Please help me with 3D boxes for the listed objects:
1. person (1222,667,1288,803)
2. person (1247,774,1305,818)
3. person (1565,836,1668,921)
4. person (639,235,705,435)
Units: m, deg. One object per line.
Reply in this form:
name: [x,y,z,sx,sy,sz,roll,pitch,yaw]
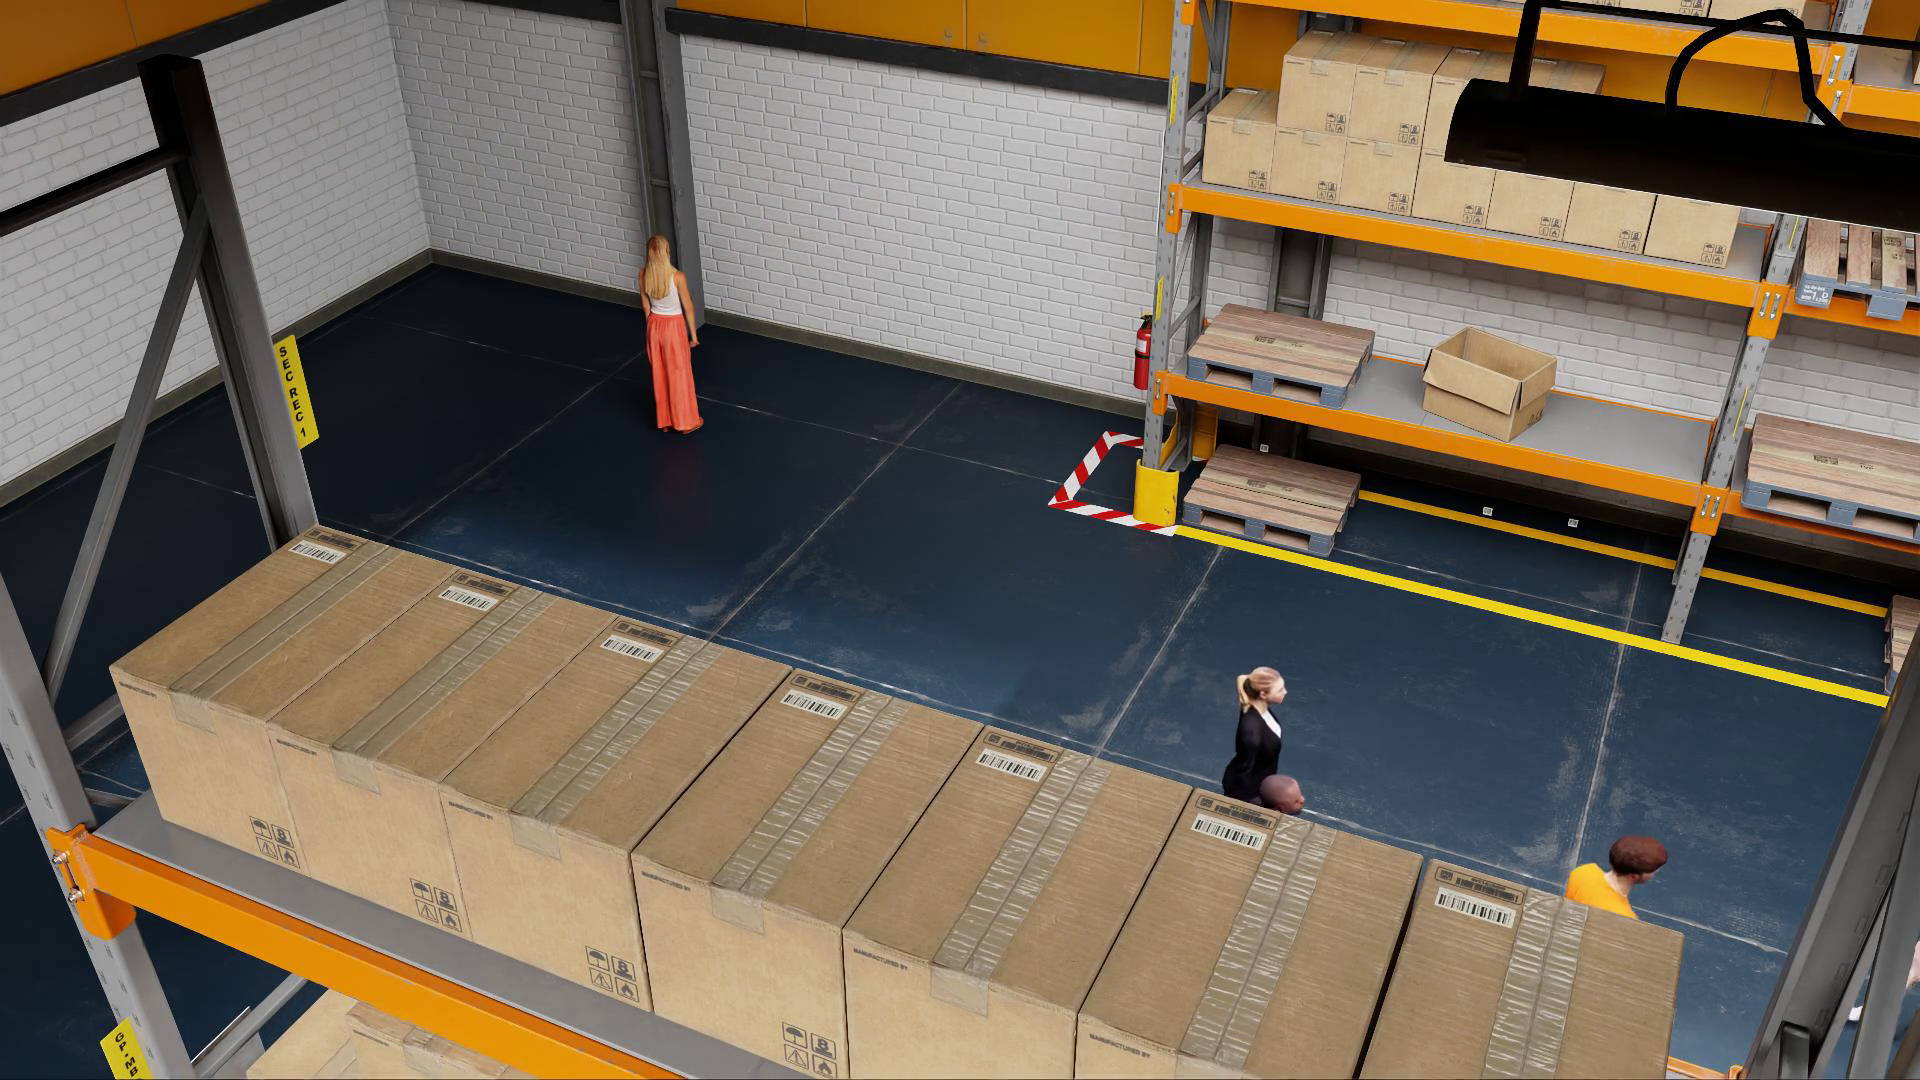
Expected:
person: [1.531,1.414,9.462,1.061,1.672,0.808,6,34,10]
person: [1.467,1.920,8.575,0.830,1.812,0.830,0,34,0]
person: [2.980,2.183,8.134,1.168,1.861,1.049,-8,34,-11]
person: [-2.474,-1.732,14.076,0.536,1.803,0.697,11,35,16]
